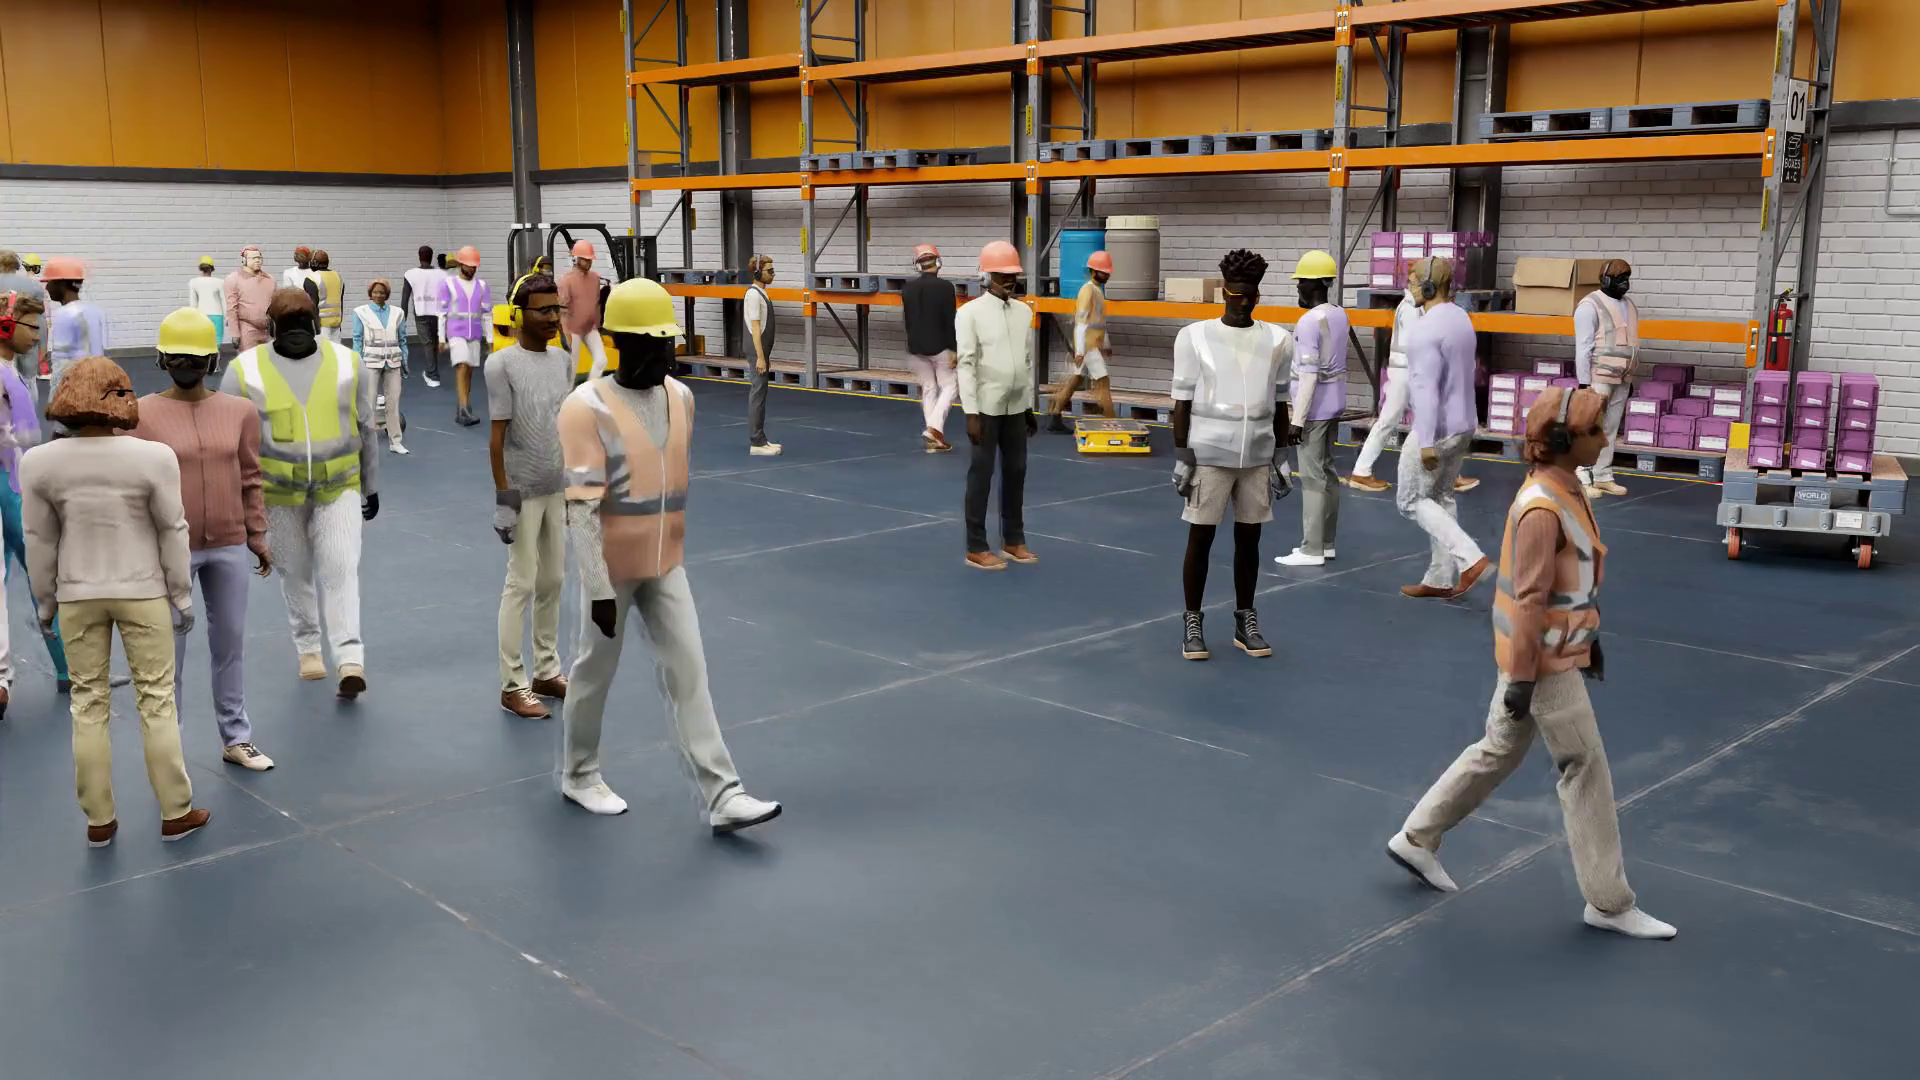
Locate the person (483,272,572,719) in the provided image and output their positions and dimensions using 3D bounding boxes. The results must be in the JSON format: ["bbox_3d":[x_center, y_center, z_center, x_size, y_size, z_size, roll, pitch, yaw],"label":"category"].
[{"bbox_3d":[-1.785,-0.193,7.062,0.317,1.870,0.523,5,12,25],"label":"person"}]

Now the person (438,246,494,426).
[{"bbox_3d":[-5.200,-2.153,17.675,0.564,1.893,0.899,-9,13,-39],"label":"person"}]

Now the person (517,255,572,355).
[{"bbox_3d":[-4.568,-2.145,17.867,0.972,1.822,0.538,4,11,22],"label":"person"}]

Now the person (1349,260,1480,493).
[{"bbox_3d":[3.552,-1.265,13.014,1.008,1.830,0.599,4,11,23],"label":"person"}]

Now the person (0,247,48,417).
[{"bbox_3d":[-9.544,-1.985,16.758,0.640,1.912,0.925,-5,11,-24],"label":"person"}]

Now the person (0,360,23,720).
[{"bbox_3d":[-4.239,-0.155,6.893,0.666,1.860,0.969,-5,12,-27],"label":"person"}]

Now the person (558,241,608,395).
[{"bbox_3d":[-4.243,-2.356,18.632,0.587,1.954,0.643,7,13,34],"label":"person"}]

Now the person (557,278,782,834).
[{"bbox_3d":[-1.056,0.072,5.590,0.980,1.874,0.611,8,13,37],"label":"person"}]

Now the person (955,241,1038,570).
[{"bbox_3d":[0.242,-0.808,10.145,0.638,1.984,0.395,-9,14,-41],"label":"person"}]

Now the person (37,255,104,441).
[{"bbox_3d":[-6.135,-1.060,11.746,0.984,1.894,0.541,-3,11,-14],"label":"person"}]

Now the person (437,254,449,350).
[{"bbox_3d":[-9.119,-4.220,29.492,0.317,1.695,0.540,8,13,36],"label":"person"}]

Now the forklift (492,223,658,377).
[{"bbox_3d":[-5.316,-3.263,22.920,2.313,2.155,1.214,-10,14,-44],"label":"forklift"}]

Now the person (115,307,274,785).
[{"bbox_3d":[-2.803,0.029,6.145,0.329,1.765,0.525,10,14,42],"label":"person"}]

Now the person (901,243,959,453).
[{"bbox_3d":[-0.275,-1.783,15.514,0.646,1.950,0.521,7,12,33],"label":"person"}]

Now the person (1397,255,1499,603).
[{"bbox_3d":[2.636,-0.571,9.005,0.539,1.924,0.622,9,14,41],"label":"person"}]

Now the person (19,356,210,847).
[{"bbox_3d":[-2.803,0.209,5.516,0.501,1.632,0.286,-2,11,-9],"label":"person"}]

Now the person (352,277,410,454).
[{"bbox_3d":[-5.329,-1.592,15.326,0.512,1.638,0.312,-9,14,-40],"label":"person"}]

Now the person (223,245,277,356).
[{"bbox_3d":[-7.823,-2.312,18.518,0.408,1.909,0.638,7,12,32],"label":"person"}]

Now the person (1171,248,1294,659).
[{"bbox_3d":[1.305,-0.402,7.961,0.604,1.959,0.378,-2,11,-10],"label":"person"}]

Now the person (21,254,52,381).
[{"bbox_3d":[-12.905,-3.108,23.246,0.535,1.766,0.320,4,11,20],"label":"person"}]

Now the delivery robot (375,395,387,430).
[{"bbox_3d":[-6.007,-1.341,16.656,0.707,0.478,0.477,5,12,26],"label":"delivery robot"}]

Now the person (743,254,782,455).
[{"bbox_3d":[-1.835,-1.708,15.394,0.344,1.846,0.506,-1,10,-4],"label":"person"}]

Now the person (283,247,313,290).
[{"bbox_3d":[-9.282,-3.214,23.590,0.592,1.852,0.836,-2,11,-12],"label":"person"}]

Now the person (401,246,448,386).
[{"bbox_3d":[-7.243,-3.031,22.537,0.619,1.863,0.988,-7,12,-33],"label":"person"}]

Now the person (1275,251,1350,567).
[{"bbox_3d":[2.167,-0.796,10.196,0.366,1.927,0.585,6,12,31],"label":"person"}]

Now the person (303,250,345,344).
[{"bbox_3d":[-7.893,-2.662,20.605,0.428,1.844,0.623,3,11,17],"label":"person"}]

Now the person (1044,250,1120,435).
[{"bbox_3d":[1.307,-1.963,16.704,0.991,1.877,0.636,2,11,11],"label":"person"}]

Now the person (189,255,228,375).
[{"bbox_3d":[-10.941,-3.278,24.237,0.526,1.741,0.774,-1,10,-5],"label":"person"}]

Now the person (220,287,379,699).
[{"bbox_3d":[-2.873,-0.200,7.303,0.656,1.790,0.944,-5,11,-24],"label":"person"}]

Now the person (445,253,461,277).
[{"bbox_3d":[-8.819,-4.175,29.224,0.537,1.699,0.438,-6,12,-29],"label":"person"}]

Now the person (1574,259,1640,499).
[{"bbox_3d":[5.014,-1.247,12.885,0.633,1.841,0.429,-7,12,-33],"label":"person"}]

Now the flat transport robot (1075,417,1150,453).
[{"bbox_3d":[1.442,-1.008,15.872,0.652,0.197,1.431,0,10,3],"label":"flat transport robot"}]

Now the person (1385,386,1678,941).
[{"bbox_3d":[1.686,0.337,4.905,0.828,1.603,0.520,4,11,21],"label":"person"}]

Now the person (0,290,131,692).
[{"bbox_3d":[-4.225,-0.181,7.220,0.900,1.798,0.598,-6,12,-28],"label":"person"}]
